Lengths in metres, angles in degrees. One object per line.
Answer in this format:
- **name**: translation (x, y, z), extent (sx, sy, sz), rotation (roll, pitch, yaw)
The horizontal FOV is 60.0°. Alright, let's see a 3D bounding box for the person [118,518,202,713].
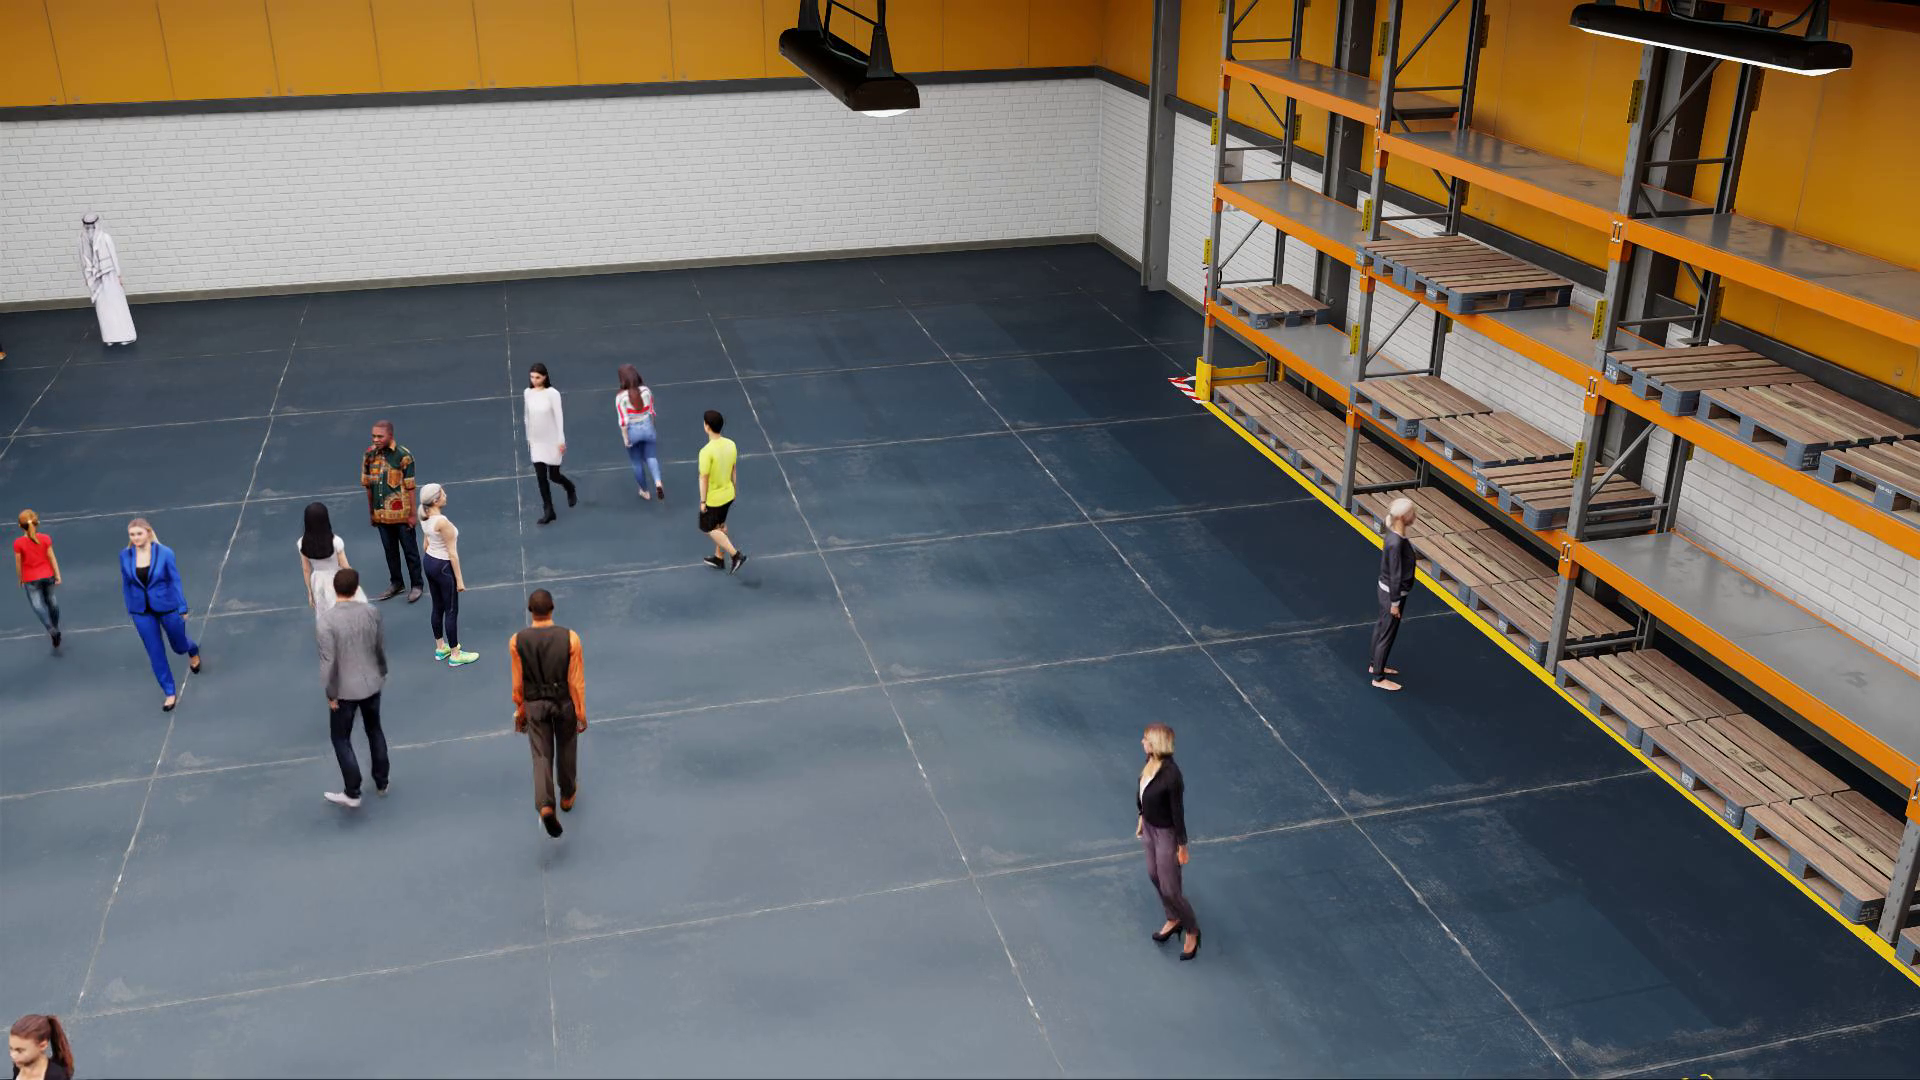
- **person**: translation (-6.806, 0.583, 14.159), extent (0.671, 1.682, 0.939), rotation (-4, 24, -9)

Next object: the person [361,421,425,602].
- **person**: translation (-5.443, -0.295, 16.010), extent (0.810, 1.808, 0.820), rotation (5, 24, 10)

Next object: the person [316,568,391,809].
- **person**: translation (-4.600, 1.151, 12.670), extent (0.906, 1.834, 0.933), rotation (13, 27, 27)

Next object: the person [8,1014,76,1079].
- **person**: translation (-4.607, 3.083, 8.635), extent (0.919, 1.525, 1.105), rotation (7, 25, 16)

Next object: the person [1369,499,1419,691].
- **person**: translation (3.754, 0.436, 14.439), extent (0.746, 1.727, 0.596), rotation (3, 24, 8)

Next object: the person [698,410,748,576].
- **person**: translation (-2.355, -0.440, 16.488), extent (1.009, 1.690, 0.928), rotation (16, 28, 32)

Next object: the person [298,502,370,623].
- **person**: translation (-5.356, 0.541, 14.152), extent (0.779, 1.765, 0.857), rotation (1, 24, 3)

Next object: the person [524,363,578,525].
- **person**: translation (-4.356, -1.057, 17.775), extent (0.868, 1.791, 0.965), rotation (9, 25, 20)

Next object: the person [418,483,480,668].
- **person**: translation (-4.615, 0.293, 14.798), extent (0.647, 1.702, 0.746), rotation (19, 30, 37)

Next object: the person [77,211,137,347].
- **person**: translation (-12.222, -3.733, 23.729), extent (0.730, 1.925, 0.686), rotation (-2, 24, -5)

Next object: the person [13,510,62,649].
- **person**: translation (-8.372, 0.369, 15.138), extent (0.706, 1.290, 0.875), rotation (-20, 30, -38)

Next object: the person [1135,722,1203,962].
- **person**: translation (1.406, 1.991, 10.992), extent (0.780, 1.640, 0.551), rotation (-13, 27, -27)

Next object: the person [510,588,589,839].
- **person**: translation (-3.019, 1.302, 12.267), extent (0.775, 1.880, 1.176), rotation (-3, 24, -7)

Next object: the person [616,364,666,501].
- **person**: translation (-3.485, -1.133, 18.198), extent (0.722, 1.592, 0.908), rotation (-11, 26, -24)
